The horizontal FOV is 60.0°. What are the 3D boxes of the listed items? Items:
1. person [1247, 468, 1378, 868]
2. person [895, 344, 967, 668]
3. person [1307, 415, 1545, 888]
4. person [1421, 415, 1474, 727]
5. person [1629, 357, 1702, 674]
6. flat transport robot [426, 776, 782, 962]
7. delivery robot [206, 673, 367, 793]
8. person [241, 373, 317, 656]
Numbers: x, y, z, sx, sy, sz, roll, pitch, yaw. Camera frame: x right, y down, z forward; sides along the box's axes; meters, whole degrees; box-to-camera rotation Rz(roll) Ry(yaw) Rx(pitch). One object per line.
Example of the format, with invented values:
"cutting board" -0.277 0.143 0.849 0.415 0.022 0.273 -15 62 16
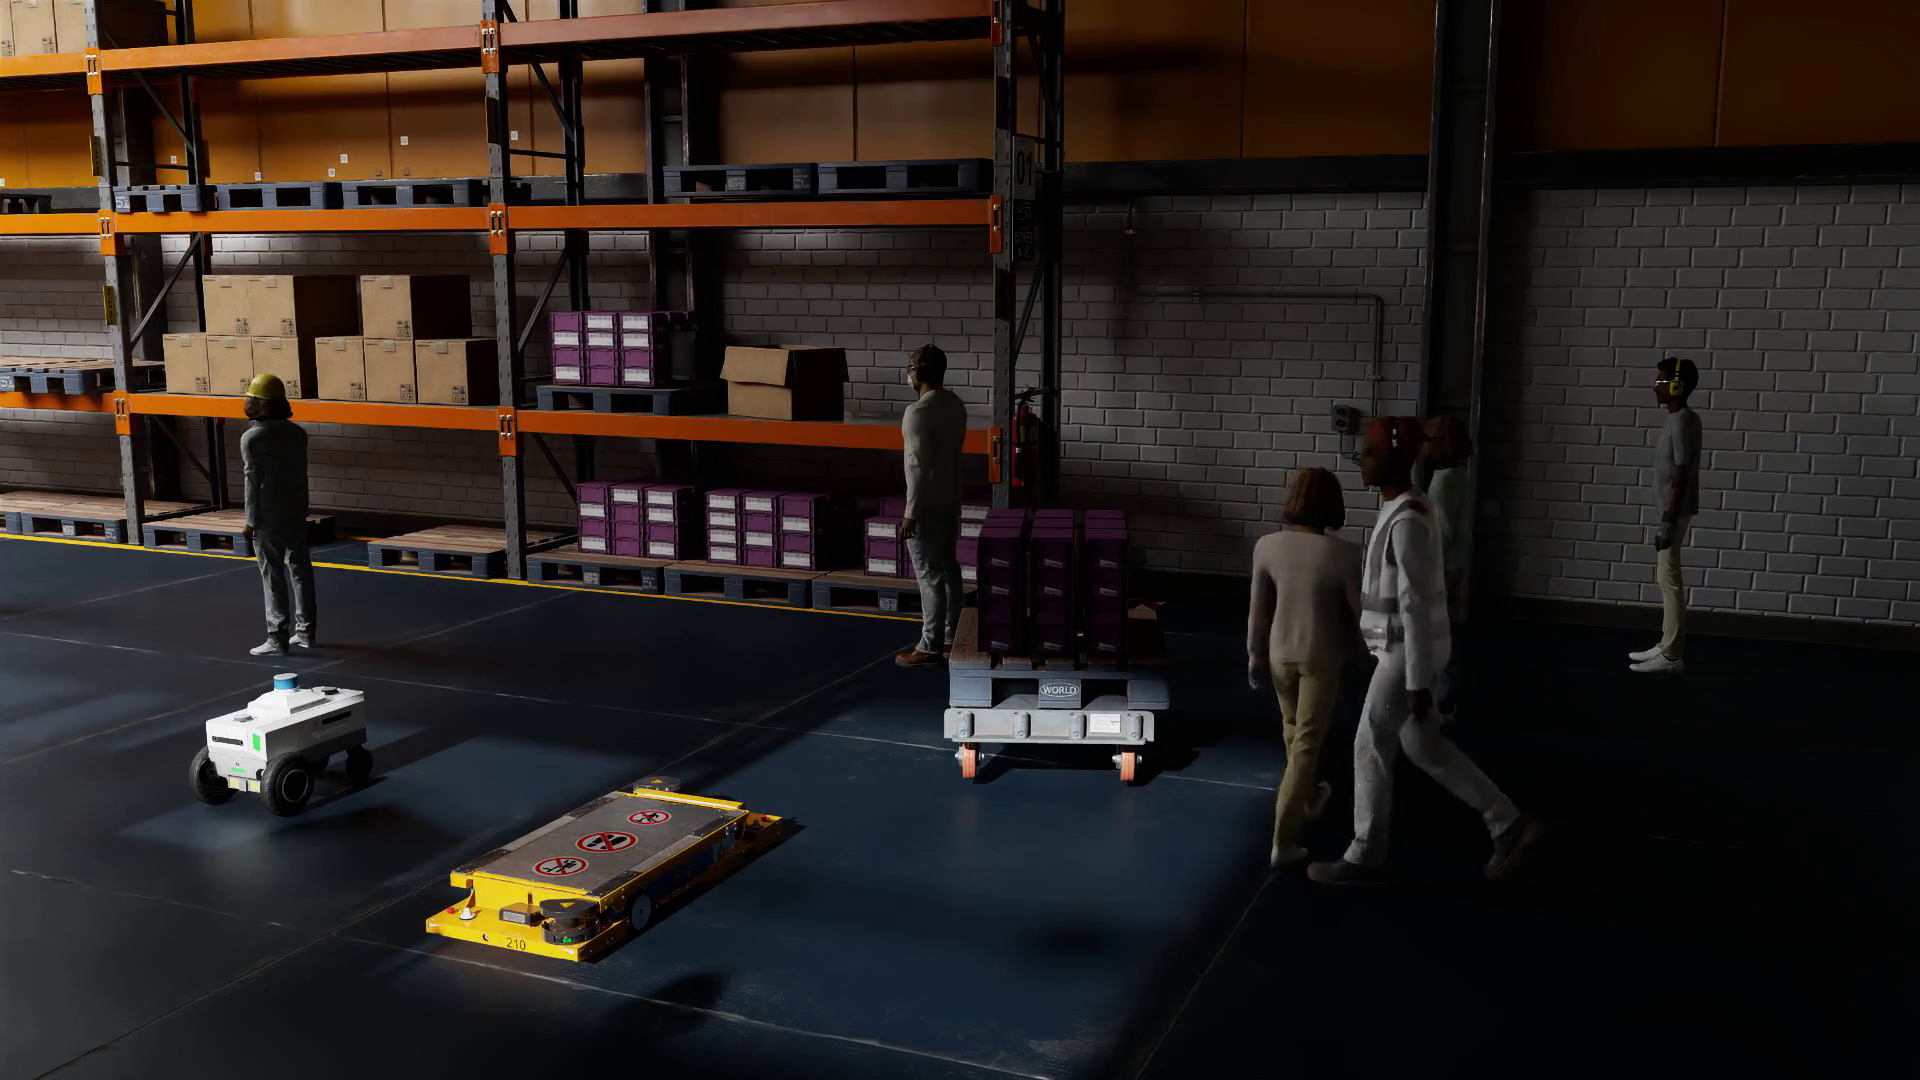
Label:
"person" 1.468 0.494 6.849 0.509 1.586 0.839 8 12 39
"person" -0.175 -0.201 9.983 0.368 1.939 0.633 4 10 23
"person" 1.816 0.448 6.371 0.816 1.860 0.584 3 10 17
"person" 2.519 0.161 8.729 0.279 1.633 0.504 4 10 23
"person" 4.188 -0.143 9.840 0.324 1.871 0.526 4 10 23
"flat transport robot" -1.319 1.227 6.414 0.652 0.197 1.431 4 10 23
"delivery robot" -3.044 0.849 7.548 0.477 0.478 0.707 4 10 23
"person" -4.235 -0.156 10.293 0.285 1.746 0.490 4 10 23
